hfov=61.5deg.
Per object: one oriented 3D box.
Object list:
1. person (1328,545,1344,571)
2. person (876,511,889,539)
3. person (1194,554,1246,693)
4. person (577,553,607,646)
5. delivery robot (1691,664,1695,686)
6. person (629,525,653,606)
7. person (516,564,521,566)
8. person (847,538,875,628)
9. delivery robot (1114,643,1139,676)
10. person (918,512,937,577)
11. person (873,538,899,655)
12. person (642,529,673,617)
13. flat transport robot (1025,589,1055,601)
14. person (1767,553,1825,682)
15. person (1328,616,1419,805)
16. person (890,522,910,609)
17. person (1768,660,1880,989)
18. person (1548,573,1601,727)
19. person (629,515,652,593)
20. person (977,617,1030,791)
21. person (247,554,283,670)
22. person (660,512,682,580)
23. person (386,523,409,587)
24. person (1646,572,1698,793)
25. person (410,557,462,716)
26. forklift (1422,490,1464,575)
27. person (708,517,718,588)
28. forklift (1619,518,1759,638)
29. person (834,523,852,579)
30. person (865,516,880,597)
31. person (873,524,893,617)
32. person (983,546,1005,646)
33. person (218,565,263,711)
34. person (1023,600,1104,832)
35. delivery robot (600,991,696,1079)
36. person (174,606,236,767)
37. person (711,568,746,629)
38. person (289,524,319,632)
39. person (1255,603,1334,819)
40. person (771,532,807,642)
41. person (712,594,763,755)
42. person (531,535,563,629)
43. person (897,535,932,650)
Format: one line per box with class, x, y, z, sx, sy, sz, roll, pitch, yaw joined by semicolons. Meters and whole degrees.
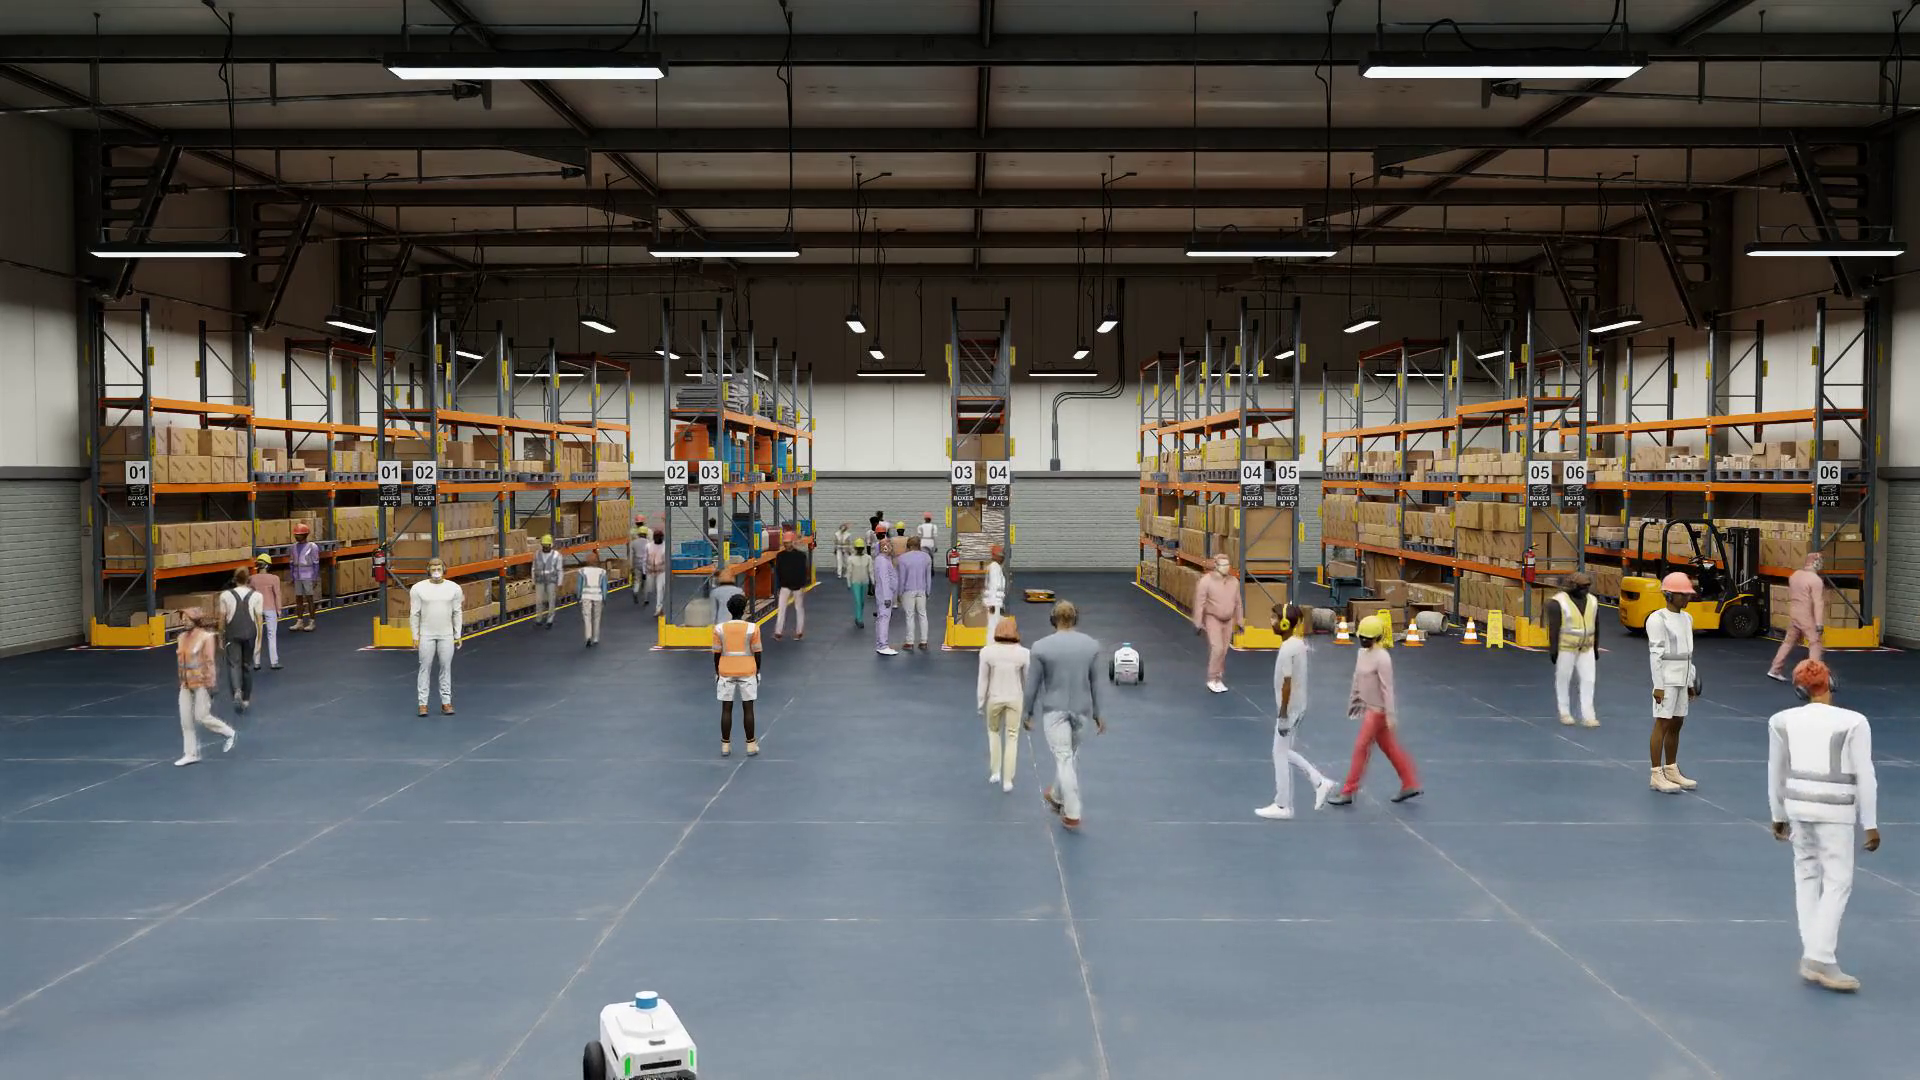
person;10.291;0.261;44.441;0.918;1.823;0.543;0;2;3
person;-2.398;0.077;48.211;0.461;1.904;0.592;2;3;41
person;3.545;1.130;21.860;0.668;1.883;0.598;-1;3;-31
person;-6.374;1.020;27.991;0.510;1.609;0.794;-1;2;-18
delivery robot;9.739;1.759;21.909;0.477;0.478;0.707;1;2;14
person;-7.182;0.581;36.527;0.598;1.821;0.546;0;2;-1
person;-10.713;0.448;39.885;0.598;1.811;0.618;0;2;5
person;-1.957;0.824;31.410;0.523;1.732;0.848;-1;2;-22
delivery robot;2.375;1.714;23.021;0.477;0.478;0.707;0;2;5
person;-0.916;0.154;46.402;0.565;1.882;0.975;0;2;8
person;-1.215;0.929;26.623;0.408;1.913;0.641;0;2;-10
person;-6.324;0.682;33.848;0.636;1.826;0.674;0;2;9
flat transport robot;1.892;1.301;38.121;0.652;0.197;1.431;0;2;0
person;11.833;1.113;22.676;0.541;1.868;0.833;0;2;-7
person;3.727;1.517;14.414;0.867;1.708;0.577;0;2;-5
person;-1.307;0.560;35.700;0.594;1.924;0.374;0;2;-1
person;5.022;1.644;9.488;0.573;1.847;0.656;-2;3;-36
person;7.232;1.287;18.888;0.670;1.799;0.795;0;2;-10
person;-8.012;0.356;40.442;0.617;1.963;0.871;0;2;-4
person;0.431;1.524;15.232;0.534;1.609;0.665;0;2;3
person;-10.560;1.088;24.519;0.522;1.761;0.322;0;2;-5
person;-8.136;0.172;45.186;1.000;1.944;0.652;0;2;1
person;-12.519;0.540;36.069;0.542;1.938;0.358;0;2;-2
person;6.688;1.320;15.121;0.608;2.046;0.368;-2;3;-37
person;-6.451;1.182;19.901;0.627;1.941;0.373;-1;3;-26
forklift;13.926;-0.371;47.846;1.873;2.768;1.129;0;2;0
person;-6.460;0.332;42.356;0.539;1.845;0.636;0;2;-5
forklift;13.417;0.684;29.791;2.313;2.155;1.214;0;2;0
person;-3.348;0.303;46.345;0.552;1.593;0.781;0;2;8
person;-2.086;0.399;39.254;0.361;1.963;0.618;1;2;22
person;-1.639;0.635;33.873;0.382;1.930;0.540;2;3;34
person;0.535;1.020;25.186;0.348;1.855;0.710;0;2;3
person;-9.004;1.228;20.241;0.518;1.824;0.777;-1;3;-30
person;0.848;1.454;13.660;0.655;1.883;1.004;-1;2;-19
delivery robot;-1.444;2.333;7.447;0.477;0.478;0.707;-1;2;-21
person;-7.757;1.477;16.536;0.515;1.621;0.542;1;3;27
person;-3.383;1.205;23.383;0.502;1.608;0.704;1;2;18
person;-12.423;0.709;30.542;0.609;2.040;0.395;1;2;17
person;2.863;1.463;13.861;0.572;1.856;0.540;1;3;25
person;-3.008;0.835;28.540;0.635;1.947;0.989;1;2;15
person;-2.343;1.416;17.016;0.535;1.697;0.318;0;2;1
person;-7.926;0.811;30.864;0.625;1.798;0.855;0;2;-2
person;-0.774;0.887;27.324;0.631;1.938;0.362;-1;3;-27
